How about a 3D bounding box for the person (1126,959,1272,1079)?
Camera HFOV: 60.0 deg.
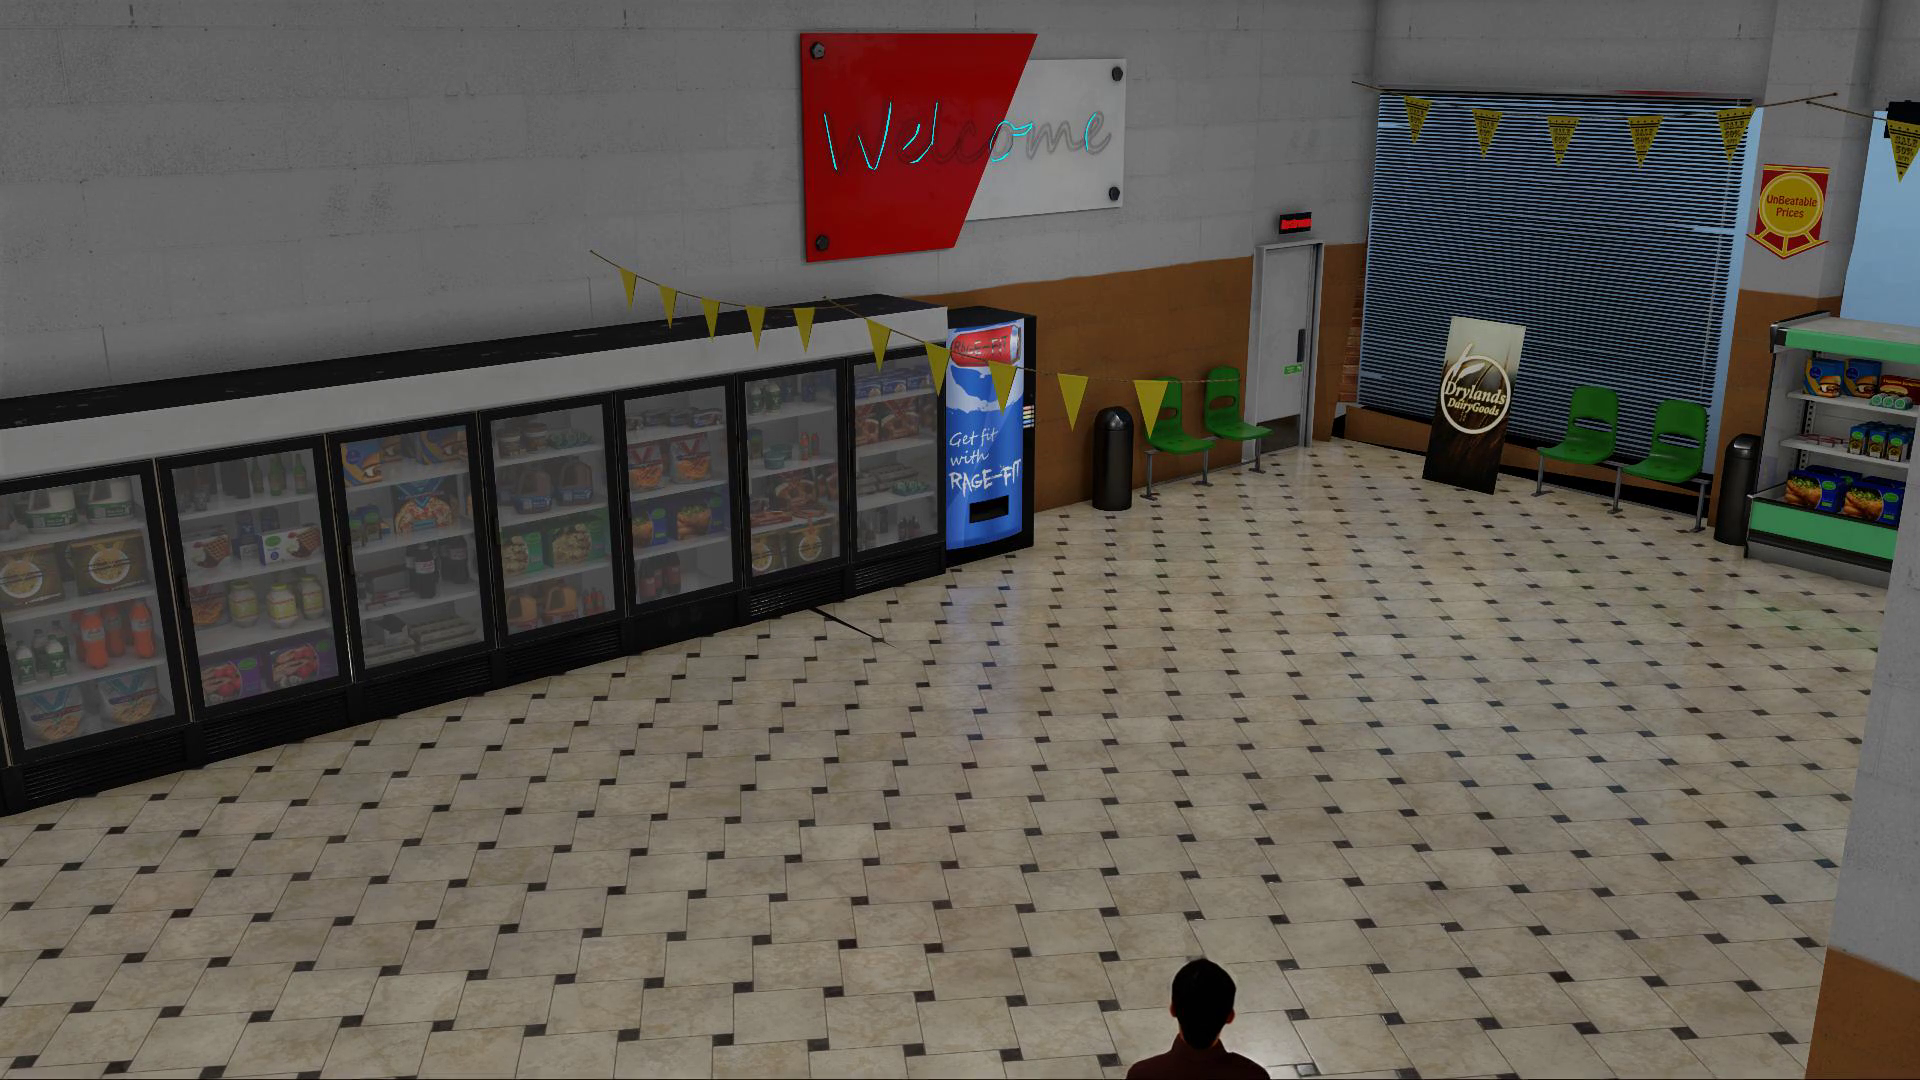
[{"bbox_3d":[0.732,2.115,5.182,0.708,1.782,0.753,1,17,2],"label":"person"}]
